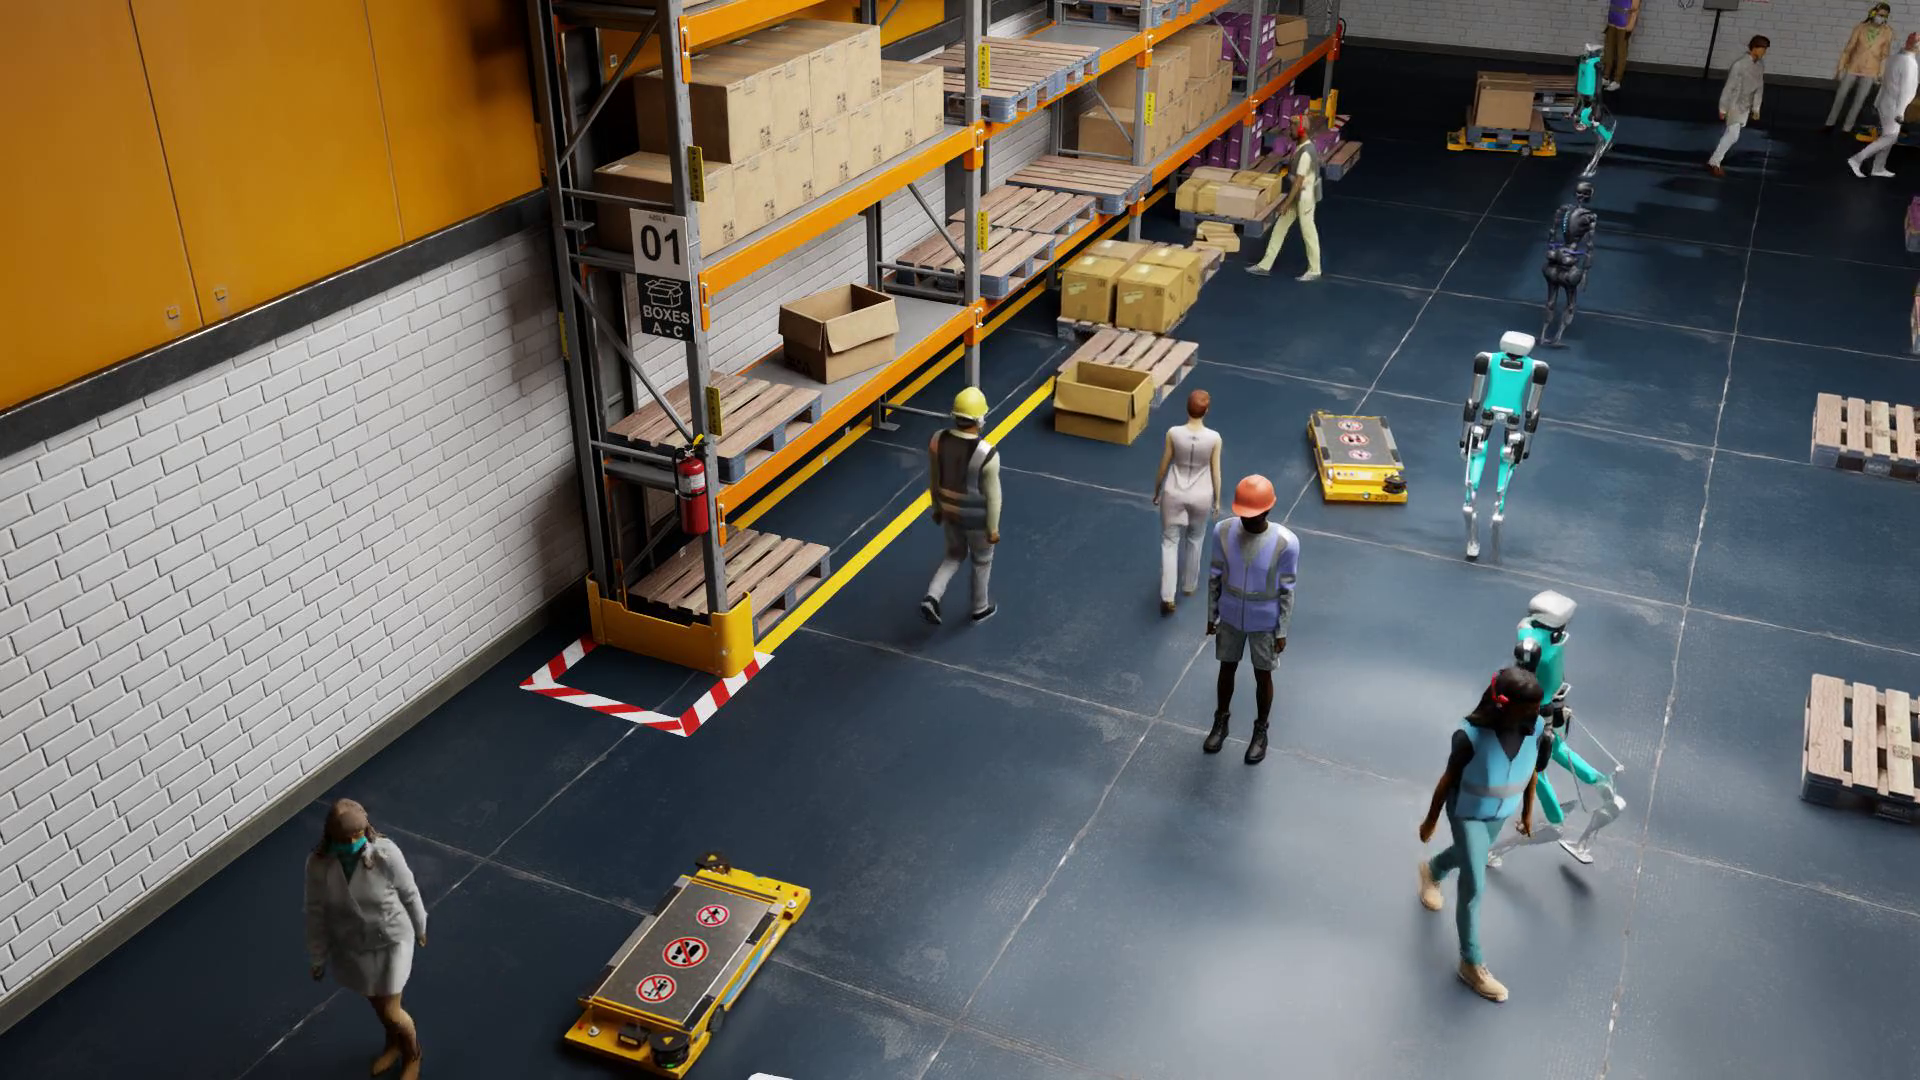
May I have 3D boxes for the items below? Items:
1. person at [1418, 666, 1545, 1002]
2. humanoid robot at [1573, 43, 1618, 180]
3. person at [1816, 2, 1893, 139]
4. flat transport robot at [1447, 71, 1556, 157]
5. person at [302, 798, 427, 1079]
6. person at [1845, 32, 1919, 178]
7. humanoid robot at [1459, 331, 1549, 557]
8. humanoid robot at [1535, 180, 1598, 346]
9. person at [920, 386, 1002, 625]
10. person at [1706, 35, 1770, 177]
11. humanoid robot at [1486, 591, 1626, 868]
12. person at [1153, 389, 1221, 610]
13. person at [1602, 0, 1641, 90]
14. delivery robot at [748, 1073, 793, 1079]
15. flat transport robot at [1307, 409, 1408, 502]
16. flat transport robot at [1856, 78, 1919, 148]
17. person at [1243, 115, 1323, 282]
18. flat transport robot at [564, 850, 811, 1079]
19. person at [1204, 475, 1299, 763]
[{"bbox_3d":[2.639,1.370,8.560,0.584,1.823,0.956,-9,30,-17],"label":"person"},{"bbox_3d":[8.216,-5.470,21.333,0.805,1.799,0.544,-8,29,-14],"label":"humanoid robot"},{"bbox_3d":[12.560,-6.563,23.236,0.652,1.862,0.442,11,30,19],"label":"person"},{"bbox_3d":[7.462,-5.501,22.929,1.431,0.231,0.659,7,29,13],"label":"flat transport robot"},{"bbox_3d":[-2.764,1.900,7.751,0.465,1.644,0.467,4,29,7],"label":"person"},{"bbox_3d":[11.919,-5.582,21.410,0.646,1.867,0.655,5,29,9],"label":"person"},{"bbox_3d":[3.958,-0.591,12.331,0.553,1.833,0.714,10,30,17],"label":"humanoid robot"},{"bbox_3d":[5.900,-2.695,16.255,0.412,1.641,0.598,-14,31,-24],"label":"humanoid robot"},{"bbox_3d":[0.022,-0.183,11.446,0.591,1.814,0.588,20,34,33],"label":"person"},{"bbox_3d":[10.064,-5.590,21.472,0.525,1.806,0.483,-13,31,-22],"label":"person"},{"bbox_3d":[3.338,1.159,9.060,0.933,1.777,0.530,19,33,31],"label":"humanoid robot"},{"bbox_3d":[1.611,-0.280,11.805,0.471,1.653,0.544,4,29,7],"label":"person"},{"bbox_3d":[10.232,-7.965,25.753,0.423,1.928,0.550,-11,30,-20],"label":"person"},{"bbox_3d":[-0.897,2.762,7.322,0.499,0.610,0.788,7,29,12],"label":"delivery robot"},{"bbox_3d":[3.341,-0.717,14.058,0.659,0.231,1.431,2,28,4],"label":"flat transport robot"},{"bbox_3d":[13.304,-5.580,23.075,1.431,0.231,0.659,22,35,35],"label":"flat transport robot"},{"bbox_3d":[3.546,-3.650,17.886,0.926,1.797,0.586,-1,28,-3],"label":"person"},{"bbox_3d":[-1.391,2.181,8.685,0.659,0.231,1.431,11,30,19],"label":"flat transport robot"},{"bbox_3d":[1.743,0.475,10.104,0.540,1.931,0.383,13,31,23],"label":"person"}]
